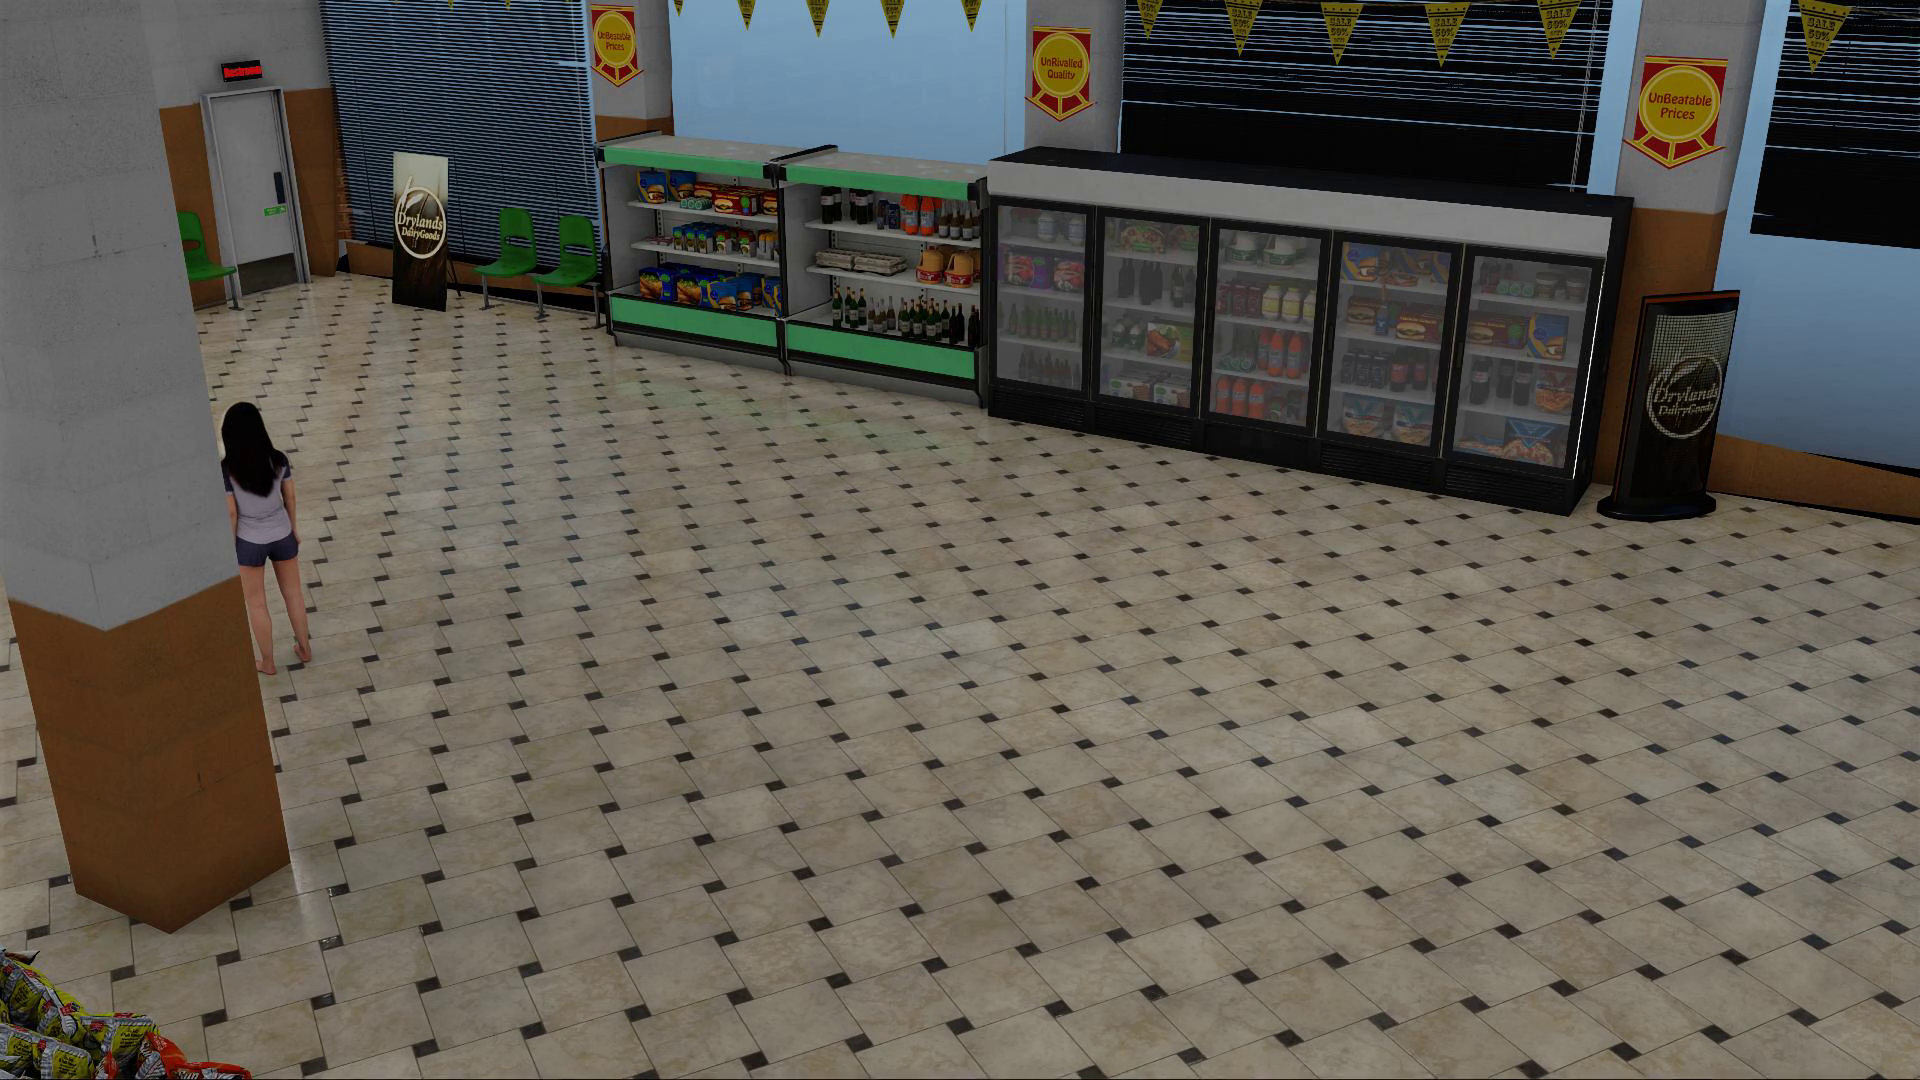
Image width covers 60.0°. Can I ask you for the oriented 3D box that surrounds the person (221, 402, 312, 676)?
[{"bbox_3d":[-4.219,-0.015,10.059,0.608,1.706,0.645,20,29,40],"label":"person"}]
